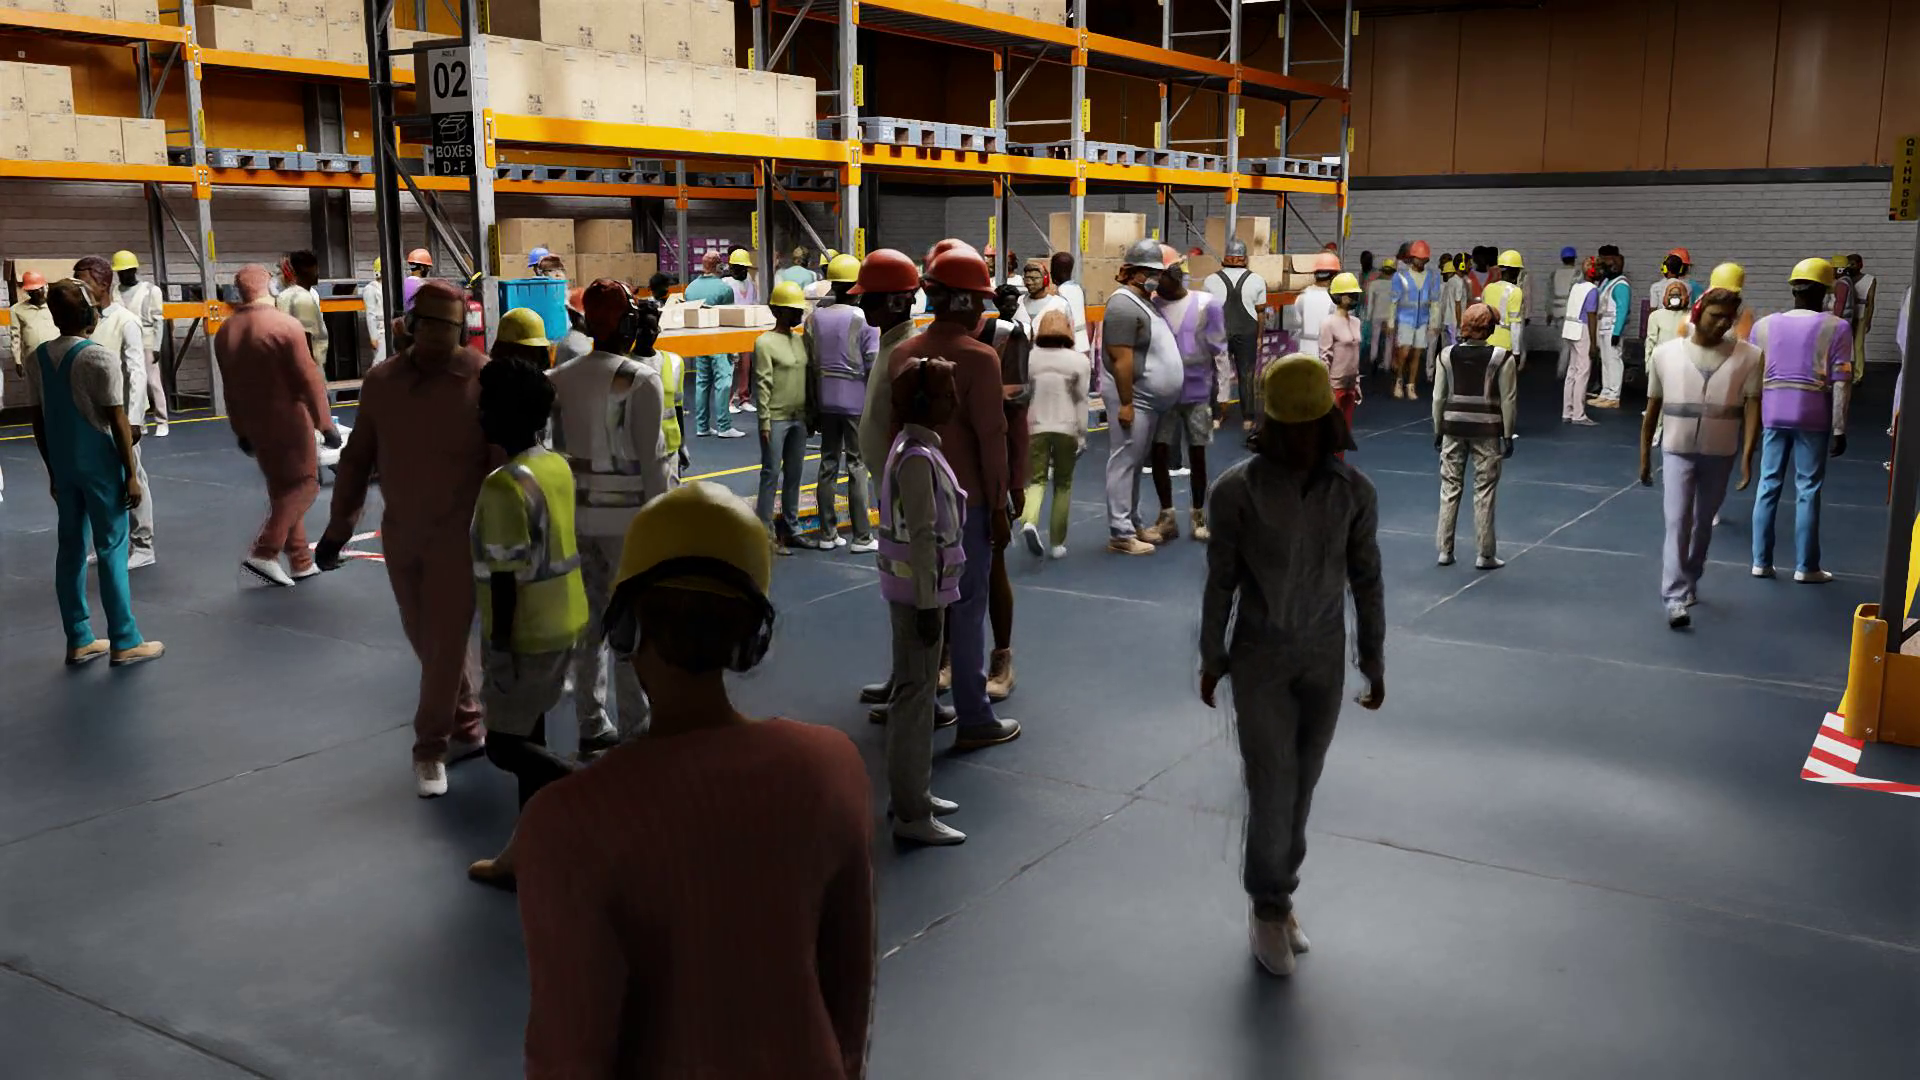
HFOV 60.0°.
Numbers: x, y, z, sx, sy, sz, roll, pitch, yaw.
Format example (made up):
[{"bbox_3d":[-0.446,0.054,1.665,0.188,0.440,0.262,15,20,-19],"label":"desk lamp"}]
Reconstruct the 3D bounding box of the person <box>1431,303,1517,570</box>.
[{"bbox_3d":[3.165,-0.636,10.268,0.523,1.638,0.310,8,13,37],"label":"person"}]

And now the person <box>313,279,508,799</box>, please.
[{"bbox_3d":[-1.989,-0.020,6.195,0.756,1.881,0.573,3,11,18],"label":"person"}]

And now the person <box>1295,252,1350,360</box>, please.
[{"bbox_3d":[3.227,-1.595,14.815,0.536,1.914,0.447,8,13,38],"label":"person"}]

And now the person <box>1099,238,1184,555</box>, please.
[{"bbox_3d":[1.185,-0.938,10.826,0.536,2.000,0.681,3,11,17],"label":"person"}]

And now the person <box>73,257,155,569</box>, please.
[{"bbox_3d":[-5.249,-0.778,10.283,0.590,1.919,0.392,5,11,26],"label":"person"}]

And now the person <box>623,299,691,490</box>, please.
[{"bbox_3d":[-1.766,-0.508,9.397,0.541,1.695,0.316,-9,13,-40],"label":"person"}]

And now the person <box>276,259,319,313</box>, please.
[{"bbox_3d":[-6.544,-1.863,16.531,0.394,1.836,0.560,3,11,15],"label":"person"}]

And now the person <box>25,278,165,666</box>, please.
[{"bbox_3d":[-4.136,-0.314,7.912,0.507,1.847,0.345,2,10,13],"label":"person"}]

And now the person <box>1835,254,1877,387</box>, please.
[{"bbox_3d":[12.376,-3.041,23.075,0.410,1.831,0.571,-7,12,-35],"label":"person"}]

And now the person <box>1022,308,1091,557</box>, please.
[{"bbox_3d":[0.551,-0.650,10.459,0.506,1.608,0.572,2,10,13],"label":"person"}]

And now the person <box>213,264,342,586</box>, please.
[{"bbox_3d":[-4.005,-0.665,9.764,0.738,1.878,0.578,5,11,27],"label":"person"}]

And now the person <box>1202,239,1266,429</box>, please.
[{"bbox_3d":[2.940,-2.215,17.902,0.682,2.000,0.537,2,10,9],"label":"person"}]

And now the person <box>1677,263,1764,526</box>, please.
[{"bbox_3d":[5.243,-0.978,11.510,0.588,1.879,0.981,4,11,20],"label":"person"}]

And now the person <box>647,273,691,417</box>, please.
[{"bbox_3d":[-3.524,-2.224,19.021,0.794,1.654,0.523,2,10,12],"label":"person"}]

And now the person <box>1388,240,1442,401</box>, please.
[{"bbox_3d":[5.708,-2.738,20.891,0.614,2.014,0.555,-1,10,-6],"label":"person"}]

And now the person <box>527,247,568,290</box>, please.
[{"bbox_3d":[-4.500,-2.213,18.169,0.395,1.941,0.601,3,11,15],"label":"person"}]

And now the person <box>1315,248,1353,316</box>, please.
[{"bbox_3d":[3.939,-2.132,17.729,0.354,1.937,0.635,-4,11,-20],"label":"person"}]

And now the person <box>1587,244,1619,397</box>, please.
[{"bbox_3d":[8.349,-2.823,21.477,0.373,1.966,0.607,1,10,4],"label":"person"}]

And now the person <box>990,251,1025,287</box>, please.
[{"bbox_3d":[0.599,-2.615,20.552,0.584,1.882,0.339,0,10,1],"label":"person"}]

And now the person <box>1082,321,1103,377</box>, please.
[{"bbox_3d":[2.022,-3.367,24.452,0.409,1.986,0.621,-8,13,-38],"label":"person"}]

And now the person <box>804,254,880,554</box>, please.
[{"bbox_3d":[-0.736,-0.871,10.763,0.588,1.930,0.364,6,12,30],"label":"person"}]

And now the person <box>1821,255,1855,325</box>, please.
[{"bbox_3d":[11.972,-2.974,22.716,0.403,1.824,0.593,6,12,29],"label":"person"}]

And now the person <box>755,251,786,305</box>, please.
[{"bbox_3d":[-2.645,-3.238,24.008,0.685,1.881,0.560,5,11,26],"label":"person"}]

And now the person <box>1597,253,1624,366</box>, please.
[{"bbox_3d":[10.405,-3.675,26.656,0.387,1.828,0.574,6,12,30],"label":"person"}]

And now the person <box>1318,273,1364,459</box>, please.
[{"bbox_3d":[2.962,-1.185,12.949,0.308,1.772,0.526,10,14,43],"label":"person"}]

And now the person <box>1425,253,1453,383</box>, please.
[{"bbox_3d":[6.824,-3.127,23.529,0.507,1.838,0.337,2,10,12],"label":"person"}]

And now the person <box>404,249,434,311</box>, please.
[{"bbox_3d":[-6.113,-2.325,18.848,0.550,1.925,0.392,6,12,29],"label":"person"}]

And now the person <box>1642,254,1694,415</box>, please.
[{"bbox_3d":[8.107,-2.331,19.055,0.510,1.862,0.328,0,10,1],"label":"person"}]

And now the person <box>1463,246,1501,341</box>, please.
[{"bbox_3d":[7.432,-3.215,23.770,0.615,1.917,0.906,1,10,6],"label":"person"}]

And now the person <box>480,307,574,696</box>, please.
[{"bbox_3d":[-1.896,-0.140,7.259,0.483,1.737,0.321,-10,14,-44],"label":"person"}]

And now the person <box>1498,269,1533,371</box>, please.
[{"bbox_3d":[8.333,-3.417,25.166,0.642,1.827,0.599,8,13,38],"label":"person"}]

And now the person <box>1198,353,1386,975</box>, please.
[{"bbox_3d":[0.942,0.345,4.588,0.509,1.712,0.573,-2,10,-13],"label":"person"}]

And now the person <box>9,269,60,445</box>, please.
[{"bbox_3d":[-9.062,-1.800,16.452,0.569,1.737,0.352,-4,11,-22],"label":"person"}]
